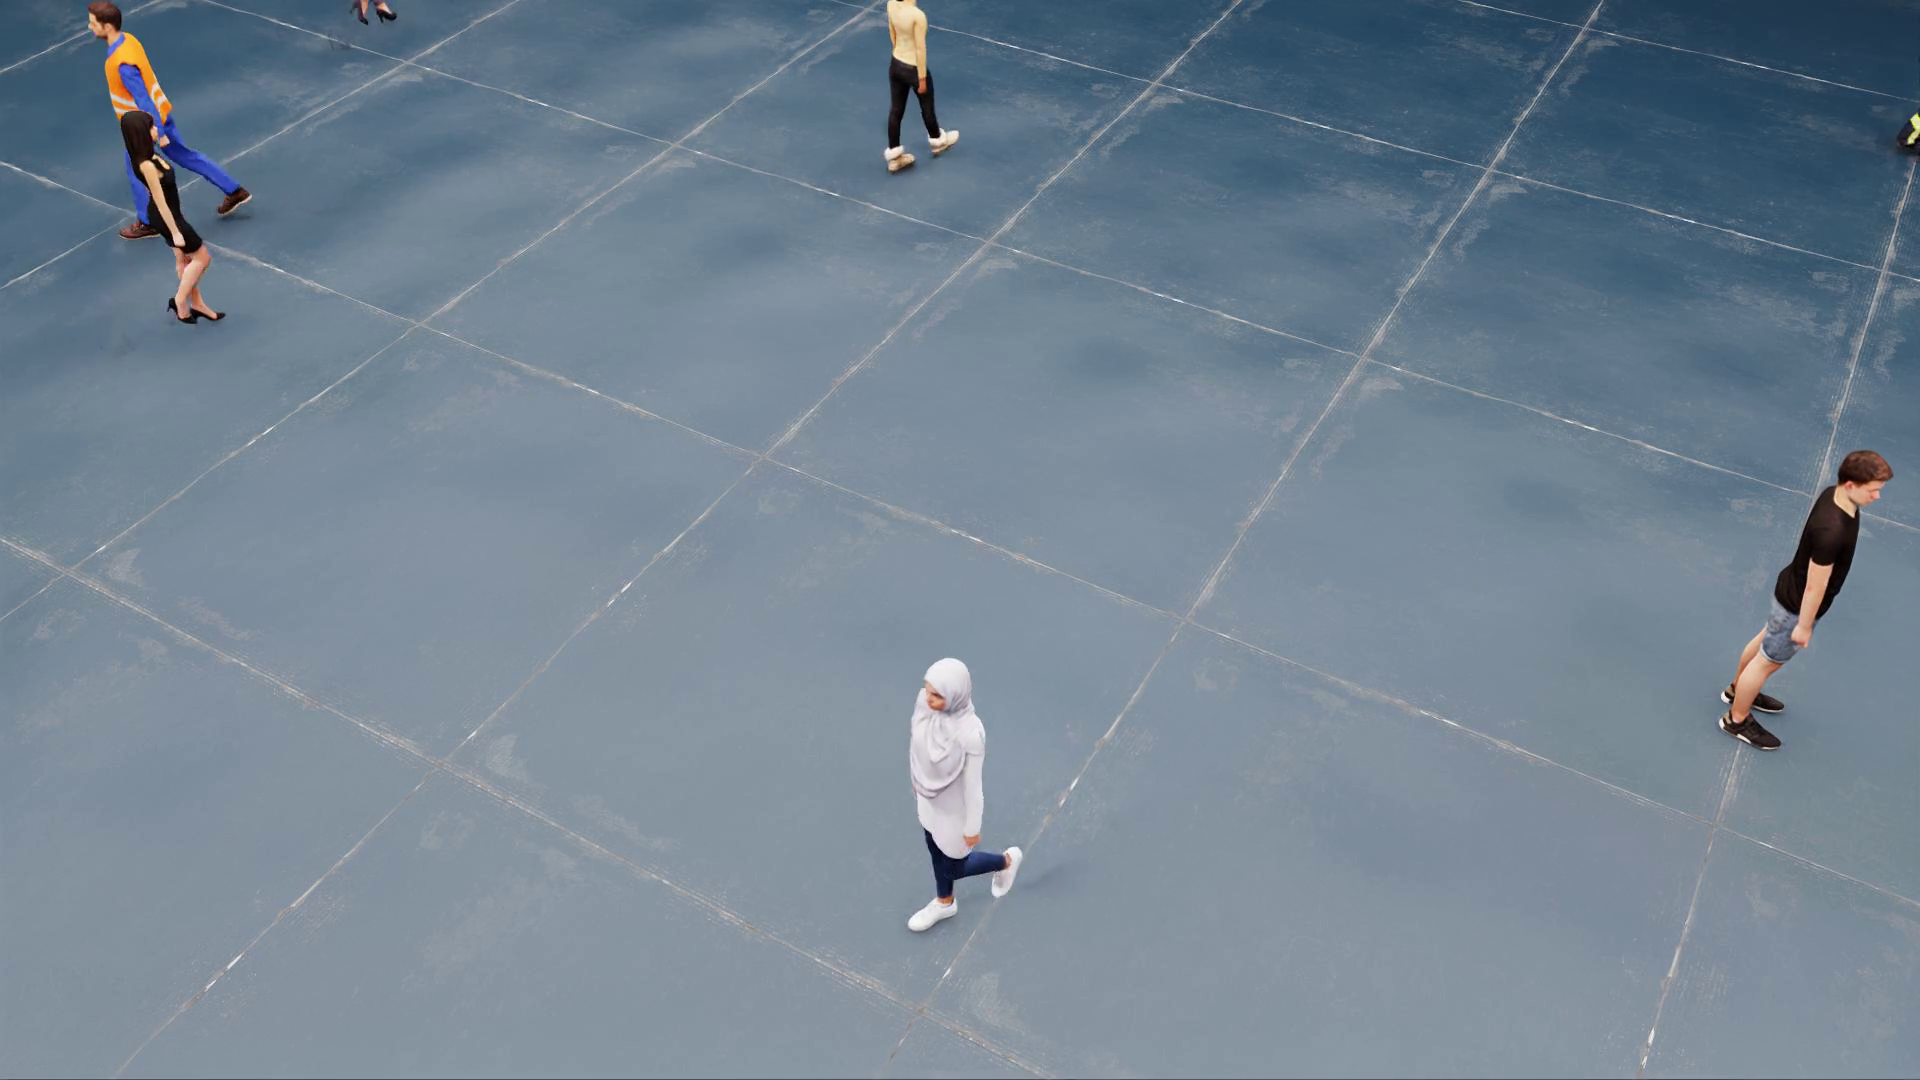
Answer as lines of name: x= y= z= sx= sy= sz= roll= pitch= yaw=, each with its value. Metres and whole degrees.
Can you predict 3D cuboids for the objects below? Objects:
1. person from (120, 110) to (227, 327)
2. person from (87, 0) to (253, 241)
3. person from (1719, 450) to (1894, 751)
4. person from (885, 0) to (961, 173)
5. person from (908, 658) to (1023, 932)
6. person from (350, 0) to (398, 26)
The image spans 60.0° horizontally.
person: x=-5.477 y=-2.146 z=11.367 sx=0.758 sy=1.643 sz=0.709 roll=-20 pitch=46 yaw=-20
person: x=-5.896 y=-3.109 z=12.291 sx=1.286 sy=1.827 sz=1.189 roll=-12 pitch=44 yaw=-13
person: x=4.312 y=0.278 z=8.548 sx=0.727 sy=1.846 sz=0.507 roll=19 pitch=46 yaw=20
person: x=-0.460 y=-3.655 z=13.031 sx=0.760 sy=1.640 sz=1.019 roll=32 pitch=51 yaw=30
person: x=0.022 y=1.154 z=7.640 sx=0.950 sy=1.768 sz=0.820 roll=-24 pitch=47 yaw=-24
person: x=-5.401 y=-5.381 z=14.917 sx=0.628 sy=1.659 sz=0.780 roll=25 pitch=48 yaw=25
